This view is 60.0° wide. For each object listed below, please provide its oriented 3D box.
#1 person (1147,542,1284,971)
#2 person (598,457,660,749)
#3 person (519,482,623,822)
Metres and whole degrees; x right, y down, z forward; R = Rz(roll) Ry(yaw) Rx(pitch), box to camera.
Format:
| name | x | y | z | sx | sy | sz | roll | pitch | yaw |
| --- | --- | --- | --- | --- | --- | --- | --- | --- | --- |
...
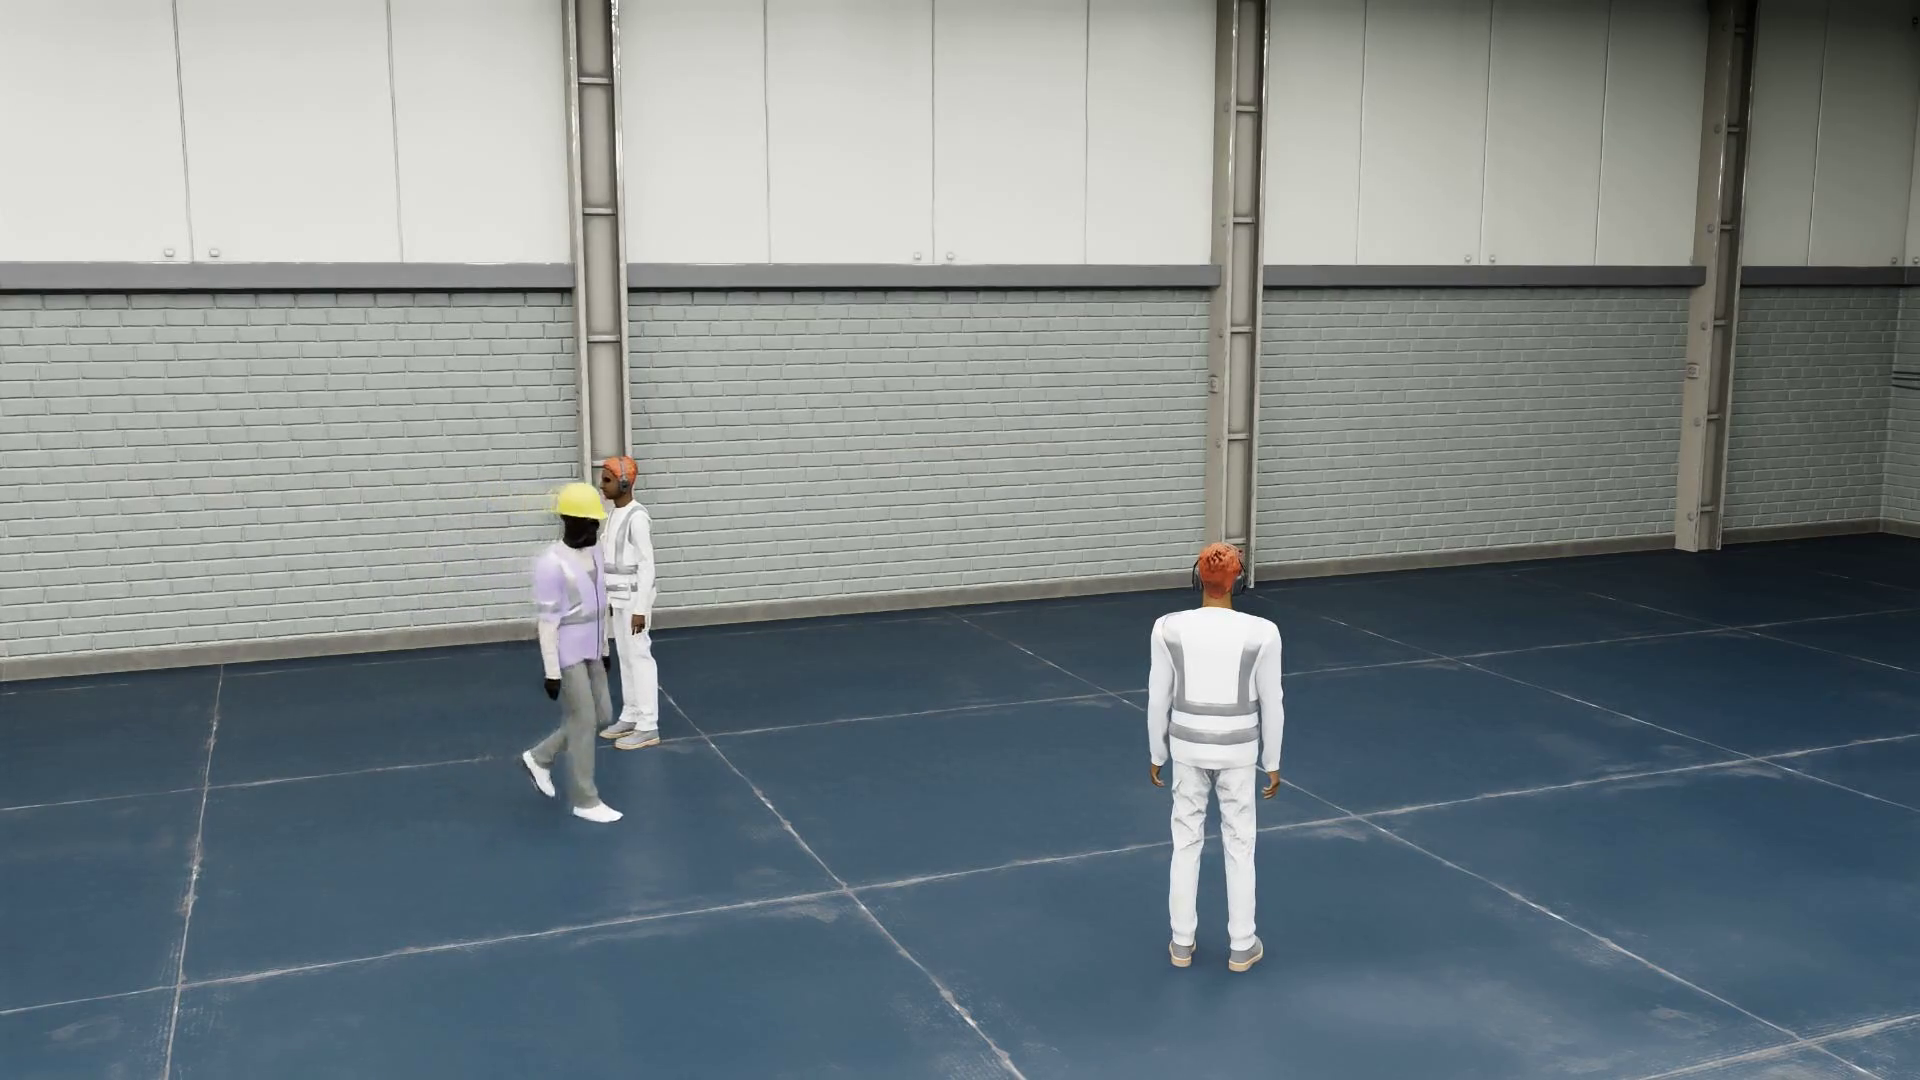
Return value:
| name | x | y | z | sx | sy | sz | roll | pitch | yaw |
| --- | --- | --- | --- | --- | --- | --- | --- | --- | --- |
| person | 1.113 | 0.945 | 7.271 | 0.584 | 1.882 | 0.337 | 2 | 9 | 15 |
| person | -2.136 | 0.399 | 10.709 | 0.354 | 1.881 | 0.576 | -5 | 10 | -28 |
| person | -2.179 | 0.617 | 9.251 | 0.584 | 1.906 | 0.593 | 2 | 9 | 15 |
